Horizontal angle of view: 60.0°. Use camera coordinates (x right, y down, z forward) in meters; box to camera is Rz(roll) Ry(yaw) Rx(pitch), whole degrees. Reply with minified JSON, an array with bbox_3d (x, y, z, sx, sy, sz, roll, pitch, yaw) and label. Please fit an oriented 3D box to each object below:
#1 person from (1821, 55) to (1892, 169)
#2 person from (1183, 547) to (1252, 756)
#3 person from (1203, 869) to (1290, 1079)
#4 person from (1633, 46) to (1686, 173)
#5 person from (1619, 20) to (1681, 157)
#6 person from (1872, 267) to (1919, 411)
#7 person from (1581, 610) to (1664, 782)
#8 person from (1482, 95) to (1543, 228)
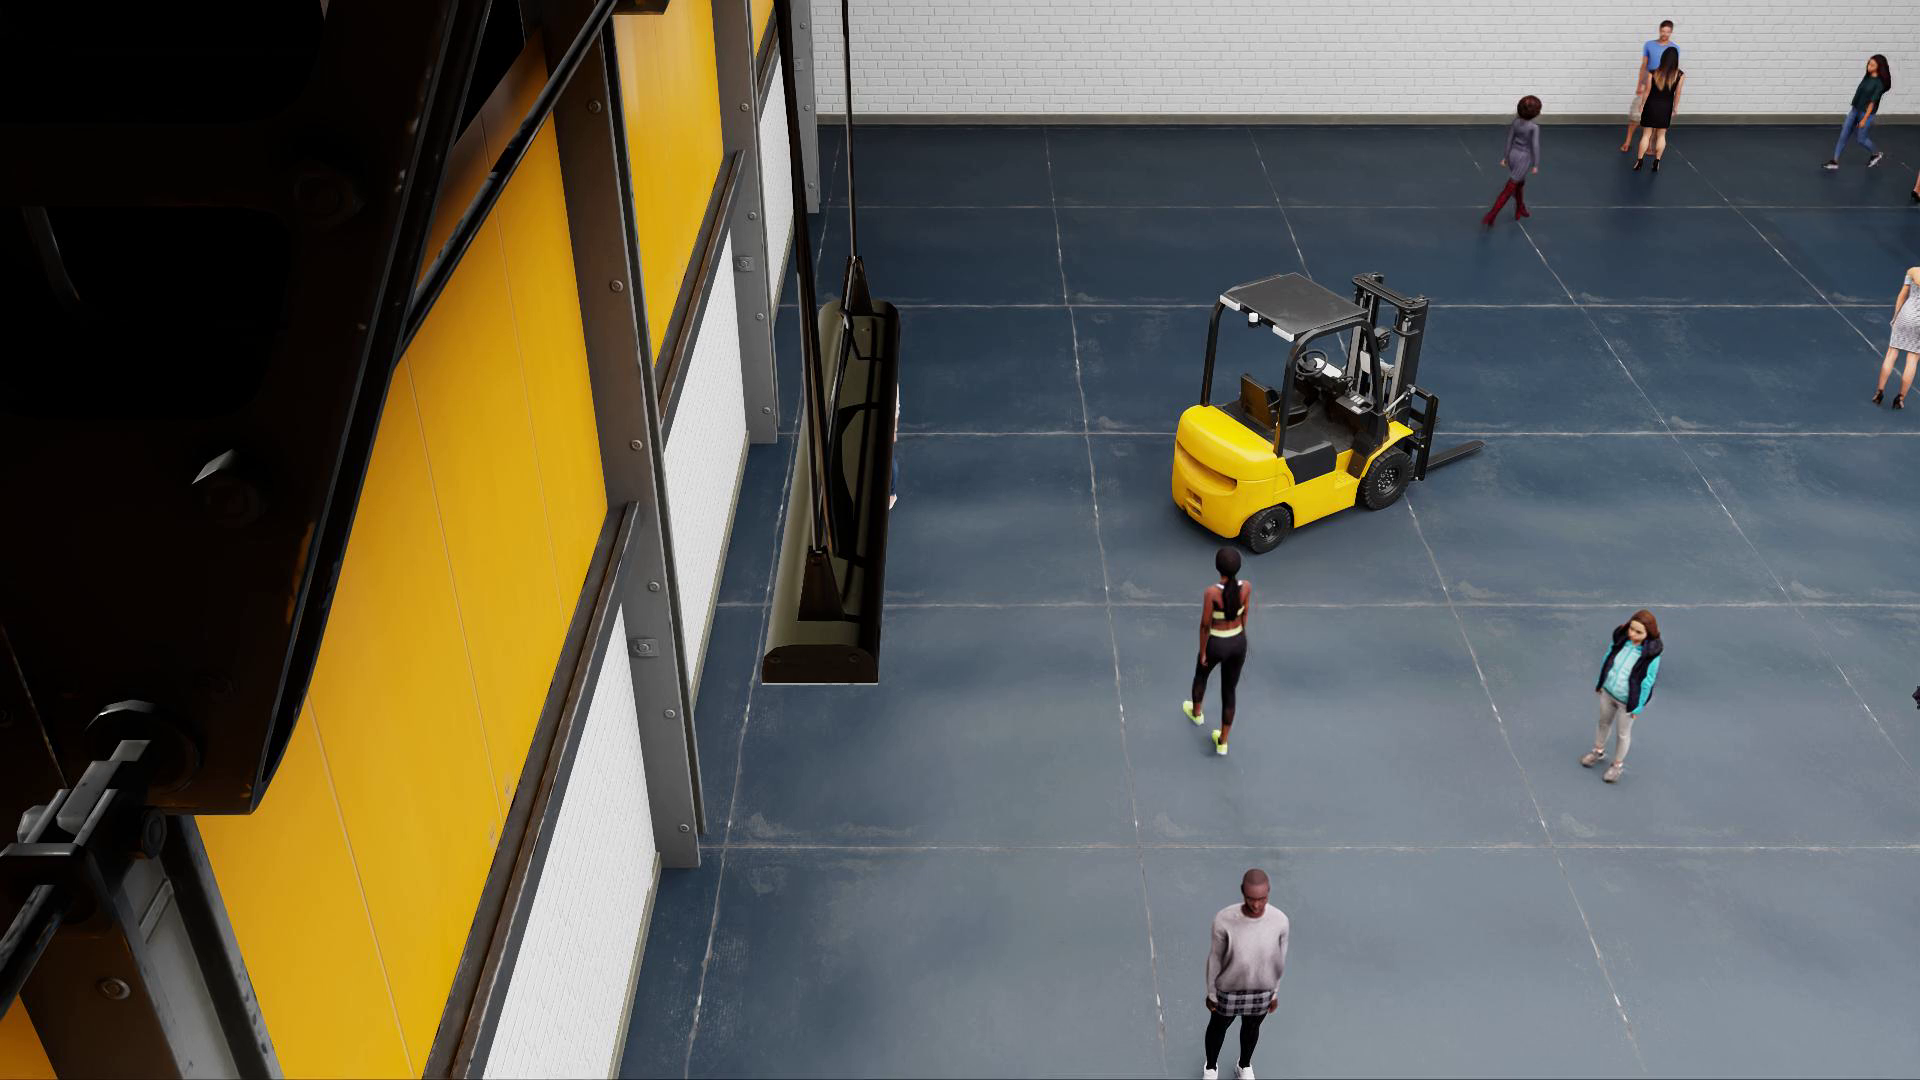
[{"bbox_3d":[12.387,-5.800,22.683,0.766,1.595,0.963,-5,34,-7],"label":"person"},{"bbox_3d":[2.017,0.878,12.513,0.641,1.730,0.877,-5,34,-7],"label":"person"},{"bbox_3d":[1.672,2.623,9.850,0.619,1.772,0.545,-2,34,-3],"label":"person"},{"bbox_3d":[9.519,-5.855,22.660,0.710,1.711,0.678,7,34,11],"label":"person"},{"bbox_3d":[9.690,-6.352,23.271,0.724,1.861,0.714,15,36,21],"label":"person"},{"bbox_3d":[9.770,-2.193,17.051,0.671,1.822,0.715,25,41,33],"label":"person"},{"bbox_3d":[4.929,1.125,12.350,0.739,1.499,0.663,-20,39,-28],"label":"person"},{"bbox_3d":[6.999,-4.723,20.993,1.006,1.671,1.122,-18,37,-25],"label":"person"}]
